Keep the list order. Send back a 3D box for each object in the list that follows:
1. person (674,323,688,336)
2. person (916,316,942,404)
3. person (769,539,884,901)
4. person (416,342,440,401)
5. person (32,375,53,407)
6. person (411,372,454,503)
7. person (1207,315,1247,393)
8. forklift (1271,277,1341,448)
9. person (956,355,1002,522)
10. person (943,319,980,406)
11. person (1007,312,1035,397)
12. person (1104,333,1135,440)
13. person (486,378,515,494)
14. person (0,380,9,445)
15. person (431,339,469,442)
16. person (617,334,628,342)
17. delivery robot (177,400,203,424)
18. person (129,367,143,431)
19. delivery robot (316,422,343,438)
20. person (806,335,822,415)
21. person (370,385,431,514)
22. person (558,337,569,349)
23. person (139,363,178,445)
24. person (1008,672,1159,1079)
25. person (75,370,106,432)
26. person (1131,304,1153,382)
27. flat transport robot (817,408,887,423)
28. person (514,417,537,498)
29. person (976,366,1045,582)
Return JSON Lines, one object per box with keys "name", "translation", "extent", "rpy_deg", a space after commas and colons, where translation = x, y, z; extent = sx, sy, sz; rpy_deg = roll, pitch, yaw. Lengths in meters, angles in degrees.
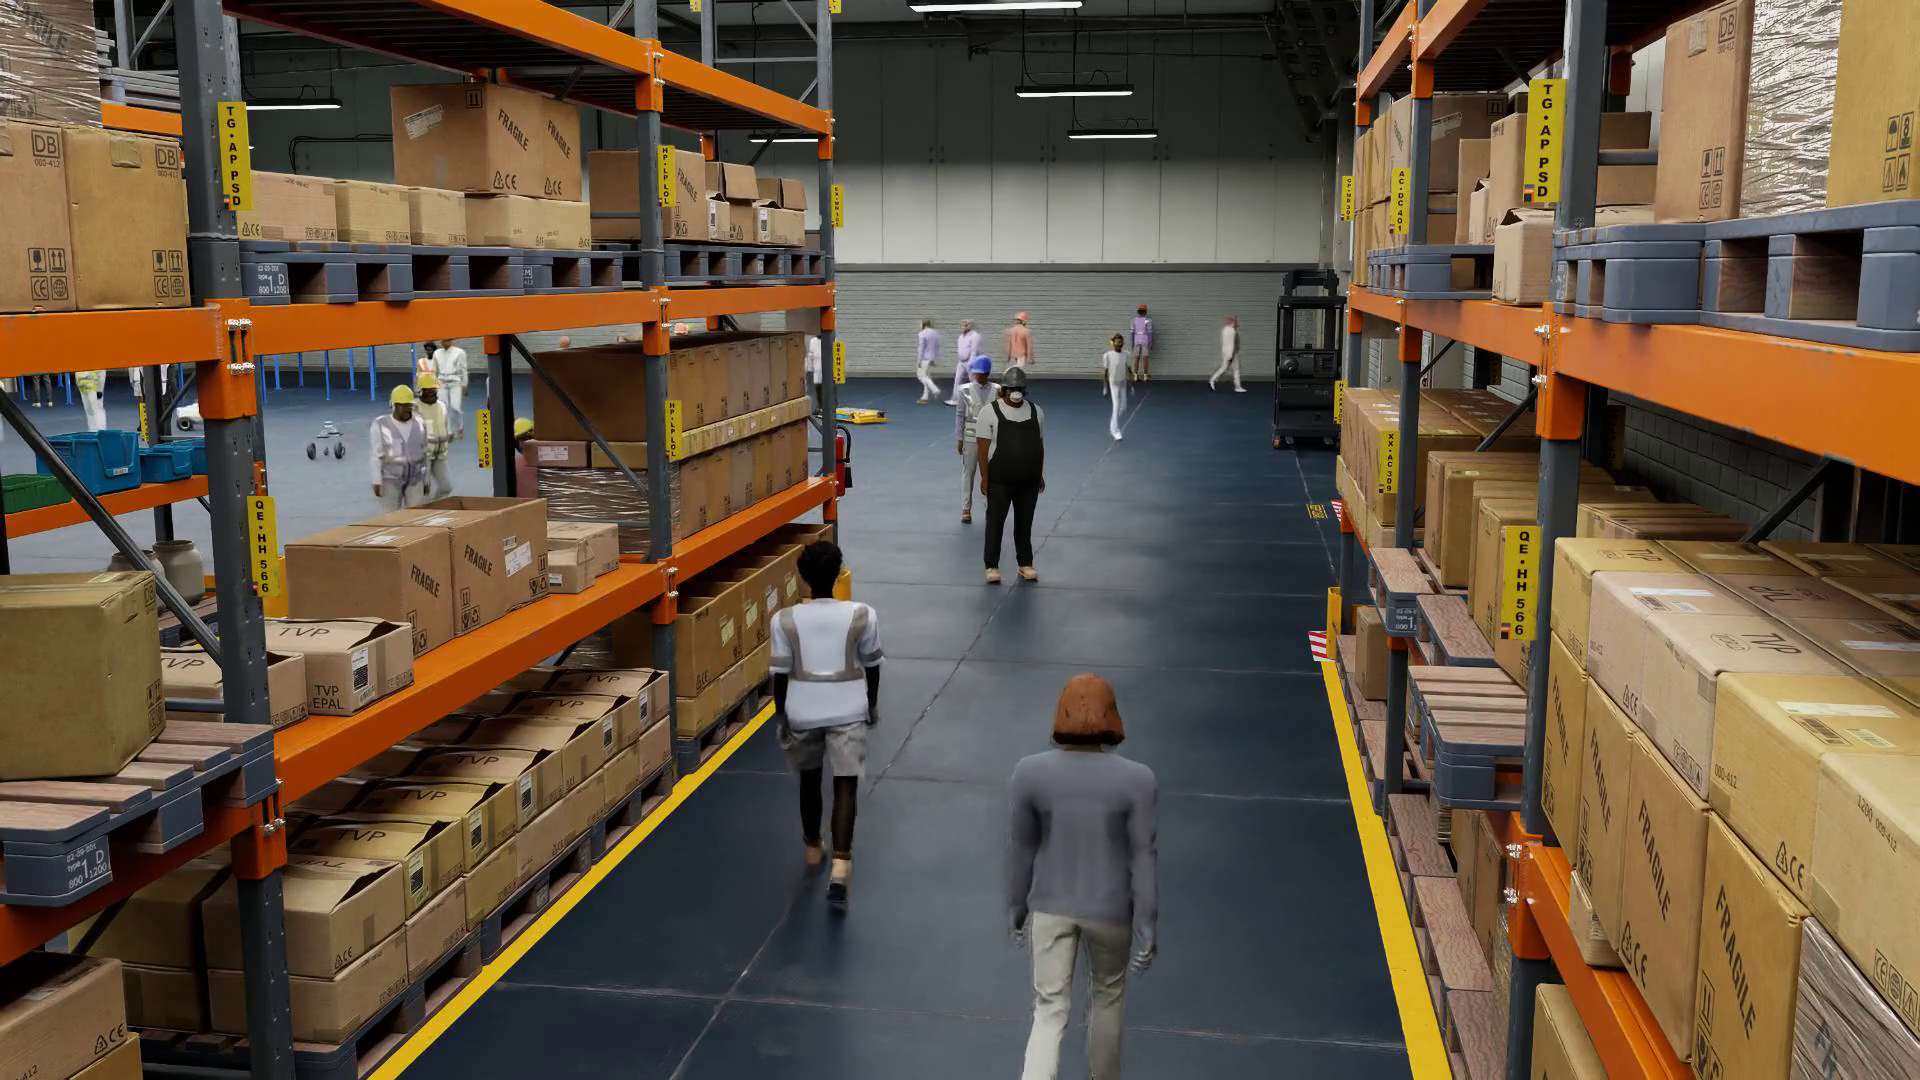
{"name": "person", "translation": [-4.969, -2.870, 29.663], "extent": [0.611, 1.994, 0.379], "rpy_deg": [-1, 9, -4]}
{"name": "person", "translation": [-0.683, -3.941, 36.478], "extent": [0.607, 1.927, 0.630], "rpy_deg": [5, 10, 28]}
{"name": "person", "translation": [-0.629, 0.832, 7.837], "extent": [0.533, 1.667, 0.795], "rpy_deg": [0, 9, 0]}
{"name": "person", "translation": [-9.312, -2.645, 29.268], "extent": [0.551, 1.666, 0.752], "rpy_deg": [0, 9, -1]}
{"name": "person", "translation": [-19.790, -3.780, 35.733], "extent": [0.331, 1.843, 0.519], "rpy_deg": [8, 12, 42]}
{"name": "person", "translation": [-5.847, -0.940, 18.321], "extent": [0.418, 1.819, 0.599], "rpy_deg": [7, 11, 35]}
{"name": "person", "translation": [6.449, -4.483, 40.002], "extent": [0.871, 1.871, 0.633], "rpy_deg": [-2, 10, -14]}
{"name": "forklift", "translation": [5.847, -3.016, 27.970], "extent": [1.129, 2.768, 1.873], "rpy_deg": [1, 9, 9]}
{"name": "person", "translation": [0.255, -1.187, 19.446], "extent": [0.605, 1.939, 0.411], "rpy_deg": [-2, 9, -11]}
{"name": "person", "translation": [0.077, -3.780, 35.652], "extent": [0.916, 1.868, 0.663], "rpy_deg": [-8, 12, -42]}
{"name": "person", "translation": [1.474, -4.222, 38.088], "extent": [0.662, 1.956, 0.914], "rpy_deg": [9, 13, 44]}
{"name": "person", "translation": [2.767, -2.701, 29.083], "extent": [0.531, 1.848, 0.728], "rpy_deg": [-2, 10, -15]}
{"name": "person", "translation": [-5.971, -1.528, 21.770], "extent": [0.513, 1.872, 0.328], "rpy_deg": [7, 12, 37]}
{"name": "person", "translation": [-14.114, -1.786, 24.132], "extent": [0.653, 1.614, 0.501], "rpy_deg": [9, 13, 44]}
{"name": "person", "translation": [-8.747, -2.647, 28.474], "extent": [0.633, 1.931, 0.448], "rpy_deg": [2, 9, 10]}
{"name": "person", "translation": [-7.050, -3.530, 34.895], "extent": [0.524, 1.608, 0.718], "rpy_deg": [2, 9, 11]}
{"name": "delivery robot", "translation": [-14.065, -2.345, 30.694], "extent": [0.707, 0.478, 0.477], "rpy_deg": [-4, 10, -24]}
{"name": "person", "translation": [-14.933, -2.969, 30.443], "extent": [0.543, 1.940, 0.361], "rpy_deg": [-7, 12, -38]}
{"name": "delivery robot", "translation": [-9.957, -1.745, 26.195], "extent": [0.335, 0.223, 0.698], "rpy_deg": [-1, 9, -5]}
{"name": "person", "translation": [-2.823, -3.479, 33.680], "extent": [0.614, 1.908, 0.508], "rpy_deg": [7, 11, 35]}
{"name": "person", "translation": [-5.506, -0.627, 16.370], "extent": [0.606, 1.814, 0.631], "rpy_deg": [-7, 12, -38]}
{"name": "person", "translation": [-7.864, -3.241, 33.179], "extent": [0.537, 1.591, 0.867], "rpy_deg": [-2, 10, -15]}
{"name": "person", "translation": [-12.648, -2.274, 26.252], "extent": [0.589, 1.914, 0.377], "rpy_deg": [0, 9, 2]}
{"name": "person", "translation": [0.388, 1.254, 5.491], "extent": [0.526, 1.587, 0.825], "rpy_deg": [2, 9, 14]}
{"name": "person", "translation": [-14.728, -2.550, 28.161], "extent": [0.633, 1.839, 0.429], "rpy_deg": [6, 11, 33]}
{"name": "person", "translation": [4.814, -5.221, 44.013], "extent": [0.605, 2.043, 0.379], "rpy_deg": [4, 10, 24]}
{"name": "flat transport robot", "translation": [-2.120, -2.440, 32.433], "extent": [0.652, 0.197, 1.431], "rpy_deg": [-8, 12, -40]}
{"name": "person", "translation": [-3.435, -0.120, 13.467], "extent": [0.624, 1.737, 0.550], "rpy_deg": [8, 12, 42]}
{"name": "person", "translation": [0.516, -0.605, 15.681], "extent": [0.686, 2.000, 0.535], "rpy_deg": [-3, 10, -20]}
